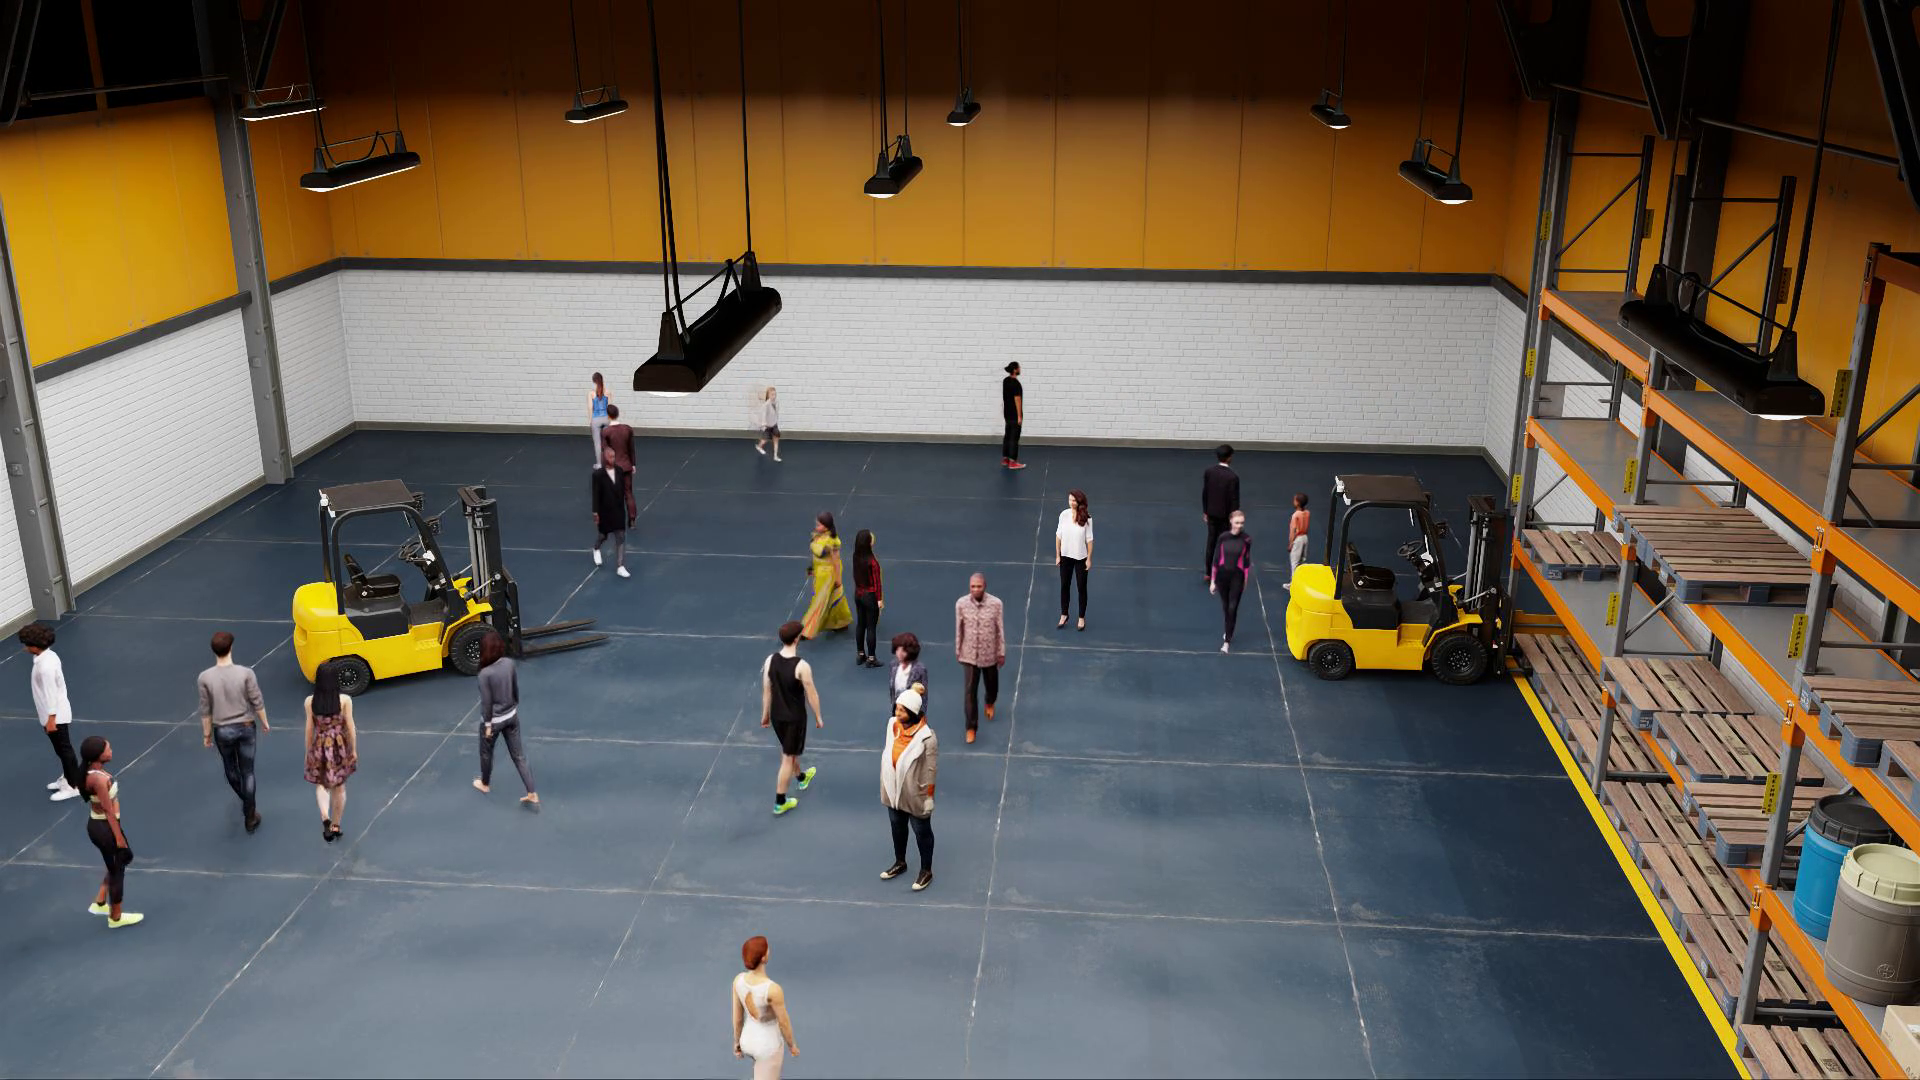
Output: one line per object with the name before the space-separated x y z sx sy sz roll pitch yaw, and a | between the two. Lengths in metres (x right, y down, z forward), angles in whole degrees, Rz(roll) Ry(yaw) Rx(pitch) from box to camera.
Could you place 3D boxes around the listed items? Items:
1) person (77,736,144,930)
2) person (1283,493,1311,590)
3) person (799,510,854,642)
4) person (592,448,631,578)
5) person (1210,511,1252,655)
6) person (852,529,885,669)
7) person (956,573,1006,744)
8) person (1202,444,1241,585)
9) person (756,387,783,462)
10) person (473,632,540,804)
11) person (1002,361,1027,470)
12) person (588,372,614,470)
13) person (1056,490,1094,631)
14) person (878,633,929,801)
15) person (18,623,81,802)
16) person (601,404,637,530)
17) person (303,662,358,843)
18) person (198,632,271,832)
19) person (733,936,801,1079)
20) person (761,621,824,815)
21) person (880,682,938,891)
person | -7.193 2.459 13.831 0.798 1.741 0.738 -14 23 -36
person | 4.448 0.013 21.772 0.562 1.310 0.618 -14 23 -36
person | -1.526 0.419 20.091 1.183 1.613 1.218 -9 21 -25
person | -4.738 -0.398 22.336 1.127 1.728 1.221 -13 22 -33
person | 3.233 0.468 19.835 0.753 1.684 1.223 6 20 17
person | -1.084 0.673 19.266 0.704 1.658 0.659 -17 25 -41
person | 0.231 1.184 17.564 0.713 1.776 1.123 0 19 1
person | 3.428 -0.343 21.938 0.768 1.879 0.798 18 25 42
person | -3.185 -1.937 27.668 0.847 1.242 0.909 -15 24 -38
person | -4.351 1.749 15.964 1.100 1.726 1.164 14 23 36
person | 0.861 -2.060 27.227 0.772 1.757 0.656 -9 21 -25
person | -5.852 -1.942 27.106 0.659 1.611 0.695 -9 21 -26
person | 1.407 0.236 20.352 0.668 1.794 0.618 7 20 21
person | -0.461 1.695 16.239 0.879 1.653 1.141 9 21 25
person | -8.803 1.640 16.159 0.778 1.808 0.680 -10 21 -27
person | -4.941 -1.049 24.058 0.768 1.863 0.816 -14 23 -35
person | -5.727 2.002 15.170 0.842 1.753 1.001 -7 20 -19
person | -6.773 1.826 15.527 0.936 1.860 1.235 -5 19 -14
person | -1.367 3.446 11.115 0.899 1.605 1.130 12 22 32
person | -1.680 1.726 15.832 0.970 1.854 1.160 10 21 27
person | -0.430 2.132 14.573 0.817 1.887 0.842 13 22 33
